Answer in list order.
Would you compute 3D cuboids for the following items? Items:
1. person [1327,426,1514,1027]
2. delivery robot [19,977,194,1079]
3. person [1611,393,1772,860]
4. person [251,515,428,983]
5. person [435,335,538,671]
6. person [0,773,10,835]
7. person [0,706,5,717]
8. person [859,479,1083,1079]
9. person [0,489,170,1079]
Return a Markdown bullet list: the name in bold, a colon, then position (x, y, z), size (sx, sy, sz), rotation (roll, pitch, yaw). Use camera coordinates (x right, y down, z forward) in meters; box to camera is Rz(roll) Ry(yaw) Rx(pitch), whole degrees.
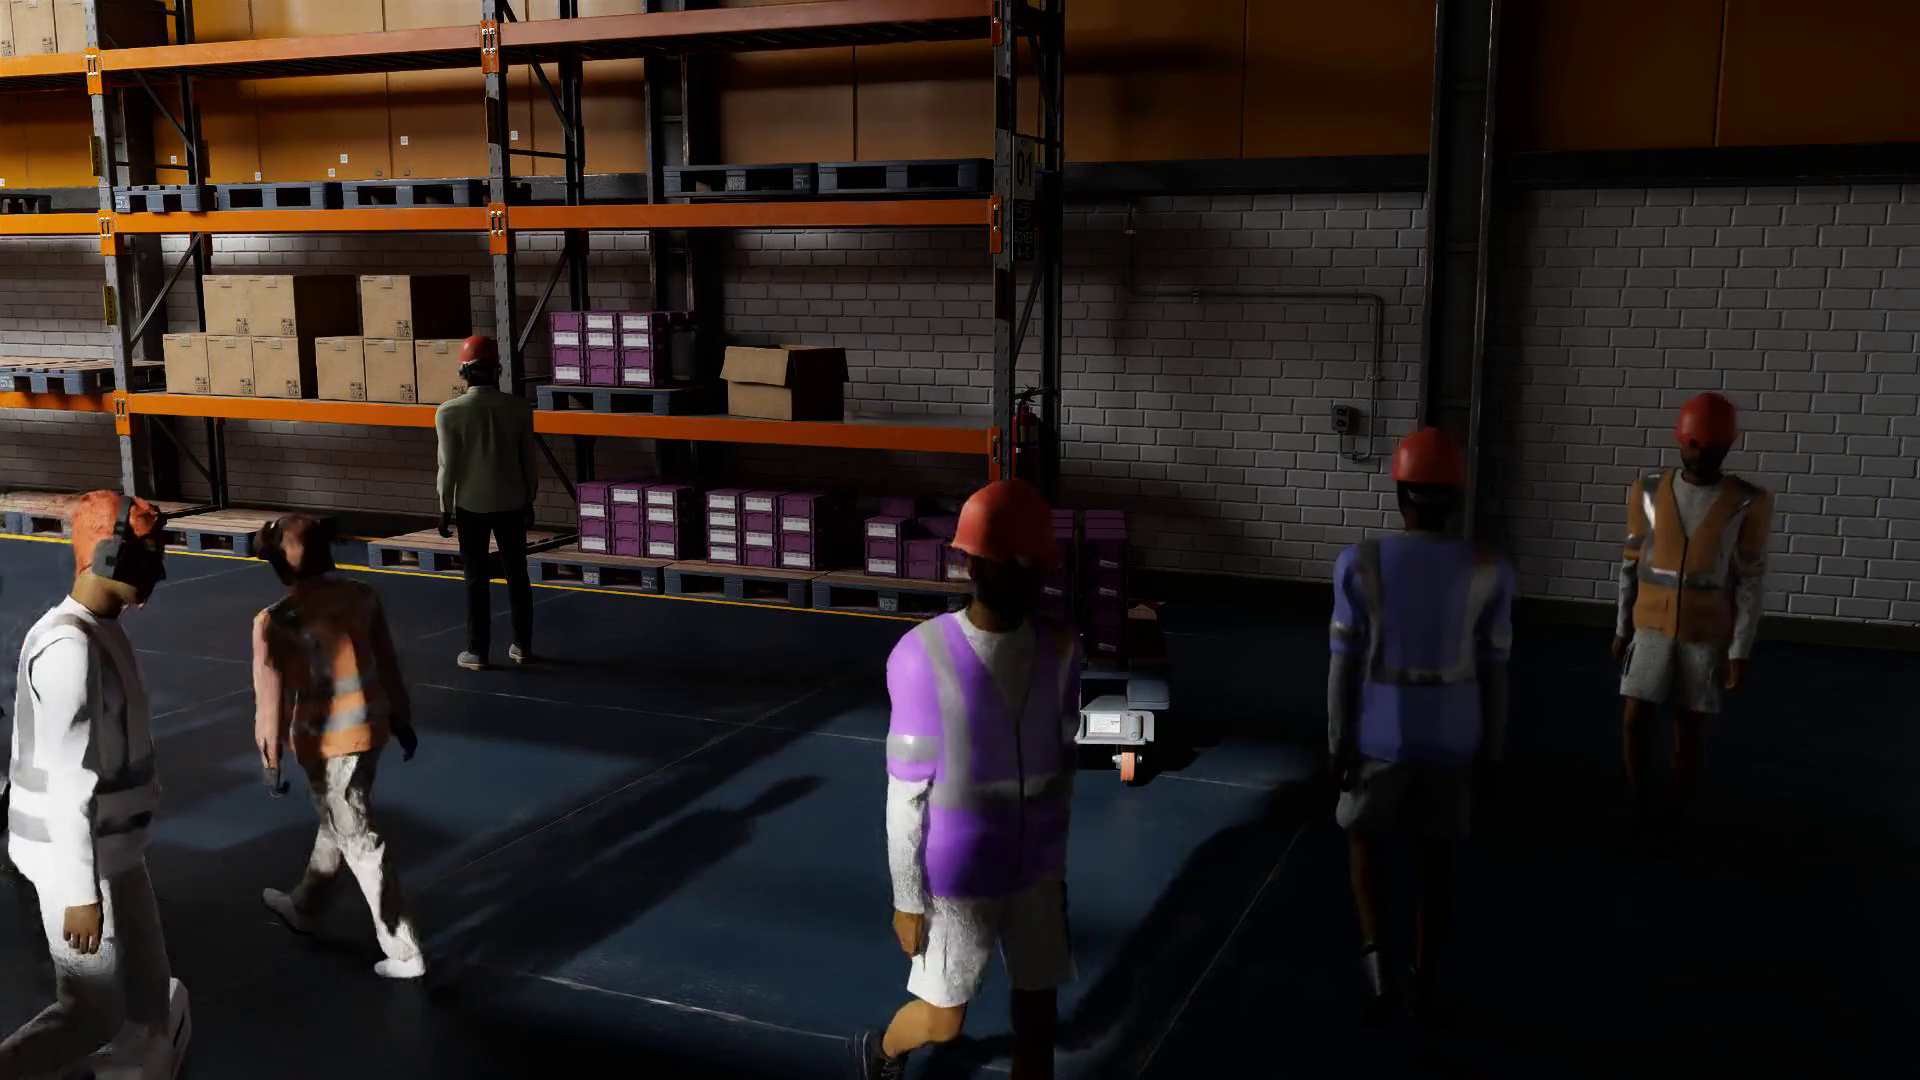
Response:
- **person**: position (1.414, 0.616, 5.152), size (0.554, 1.925, 0.568), rotation (2, 10, 10)
- **delivery robot**: position (-2.236, 1.385, 4.338), size (0.477, 0.478, 0.707), rotation (-3, 10, -16)
- **person**: position (2.900, 0.366, 6.658), size (0.568, 1.910, 0.486), rotation (6, 11, 32)
- **person**: position (-2.150, 0.694, 5.674), size (0.889, 1.582, 0.558), rotation (4, 10, 24)
- **person**: position (-2.820, -0.220, 9.927), size (0.611, 1.996, 0.379), rotation (-7, 12, -36)
- **person**: position (-4.112, 0.311, 6.726), size (0.703, 2.011, 0.616), rotation (3, 10, 20)
- **person**: position (-5.495, 0.020, 8.356), size (1.032, 2.000, 0.691), rotation (2, 10, 9)
- **person**: position (0.028, 0.779, 4.197), size (0.554, 1.919, 0.810), rotation (-5, 11, -28)
- **person**: position (-2.288, 0.806, 4.198), size (0.709, 1.852, 0.648), rotation (-3, 10, -16)
